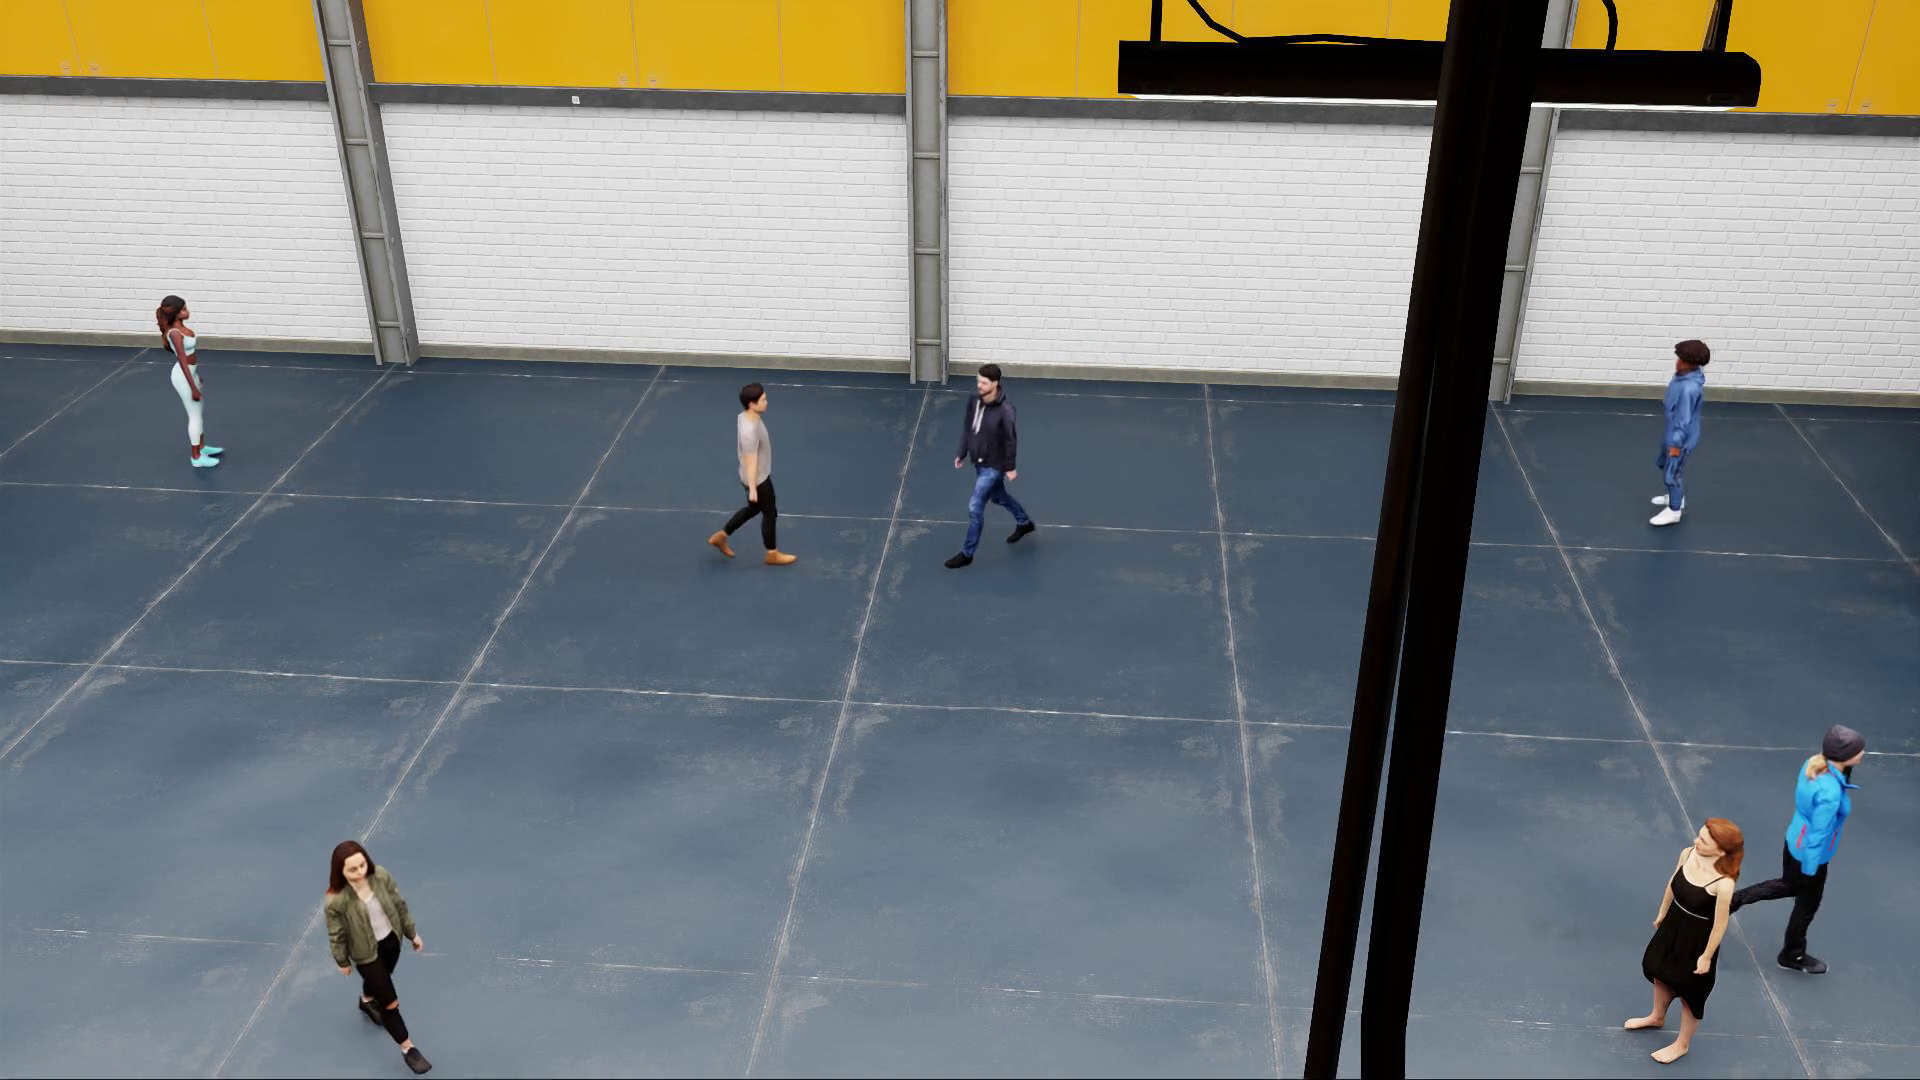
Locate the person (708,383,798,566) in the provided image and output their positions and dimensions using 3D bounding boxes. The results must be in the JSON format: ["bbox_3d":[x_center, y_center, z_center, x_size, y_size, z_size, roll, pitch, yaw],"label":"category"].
[{"bbox_3d":[-1.821,-0.541,14.195,1.049,1.699,0.772,-3,29,-5],"label":"person"}]

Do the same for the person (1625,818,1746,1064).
[{"bbox_3d":[4.067,2.203,9.241,0.667,1.625,0.654,-7,29,-13],"label":"person"}]

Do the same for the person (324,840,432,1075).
[{"bbox_3d":[-3.320,2.255,9.334,1.067,1.445,0.900,20,35,32],"label":"person"}]

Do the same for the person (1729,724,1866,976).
[{"bbox_3d":[4.890,1.818,9.787,1.064,1.777,0.761,9,30,16],"label":"person"}]

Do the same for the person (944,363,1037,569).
[{"bbox_3d":[0.338,-0.679,14.295,1.317,1.845,1.181,-17,33,-28],"label":"person"}]

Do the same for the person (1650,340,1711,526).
[{"bbox_3d":[6.470,-0.954,14.876,0.730,1.772,0.815,12,31,21],"label":"person"}]

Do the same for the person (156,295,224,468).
[{"bbox_3d":[-7.431,-1.535,15.995,0.648,1.719,0.648,-10,30,-18],"label":"person"}]
